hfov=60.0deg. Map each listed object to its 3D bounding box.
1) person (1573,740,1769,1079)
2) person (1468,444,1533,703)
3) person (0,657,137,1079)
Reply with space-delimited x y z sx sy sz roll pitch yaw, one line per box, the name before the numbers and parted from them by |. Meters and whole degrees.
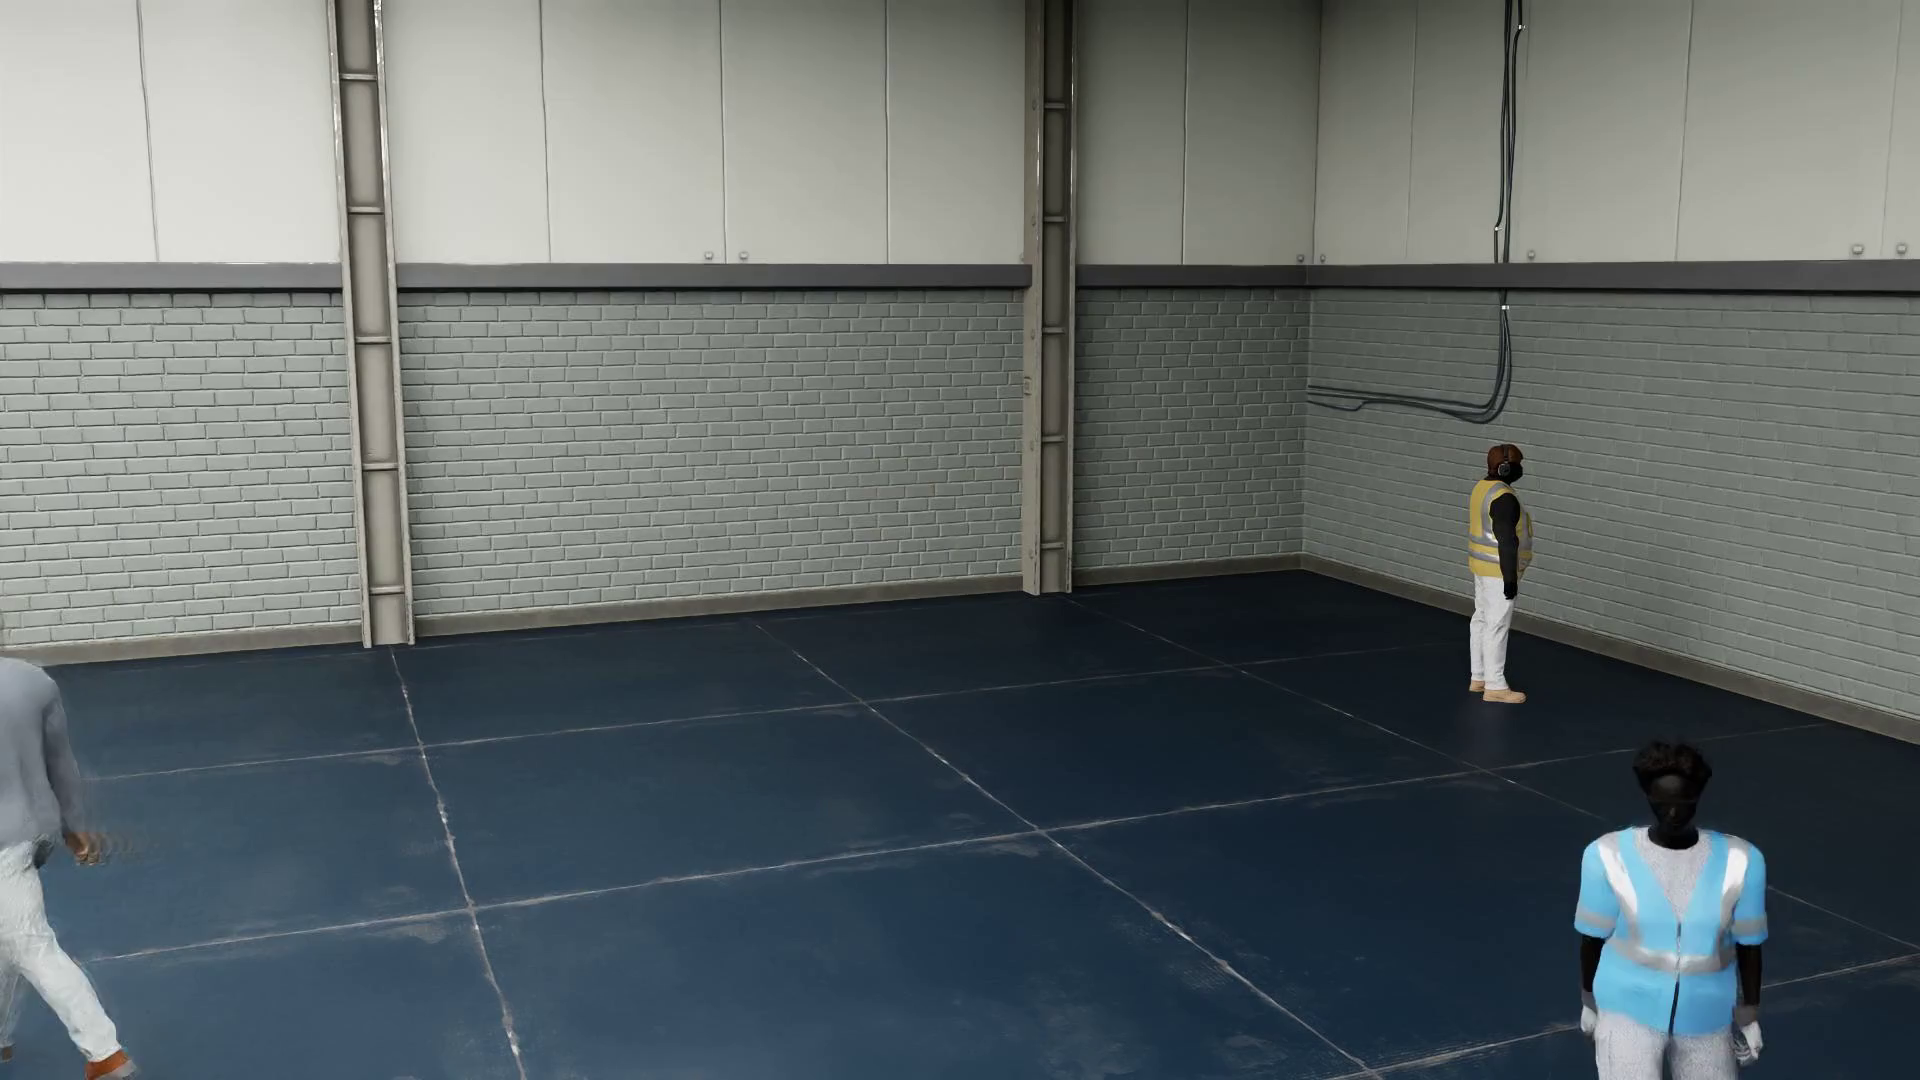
person | 2.141 1.396 5.086 0.539 1.673 0.650 2 9 13
person | 3.861 0.230 11.900 0.429 1.844 0.627 0 9 0
person | -3.498 1.123 6.174 0.939 1.899 0.631 1 9 7
